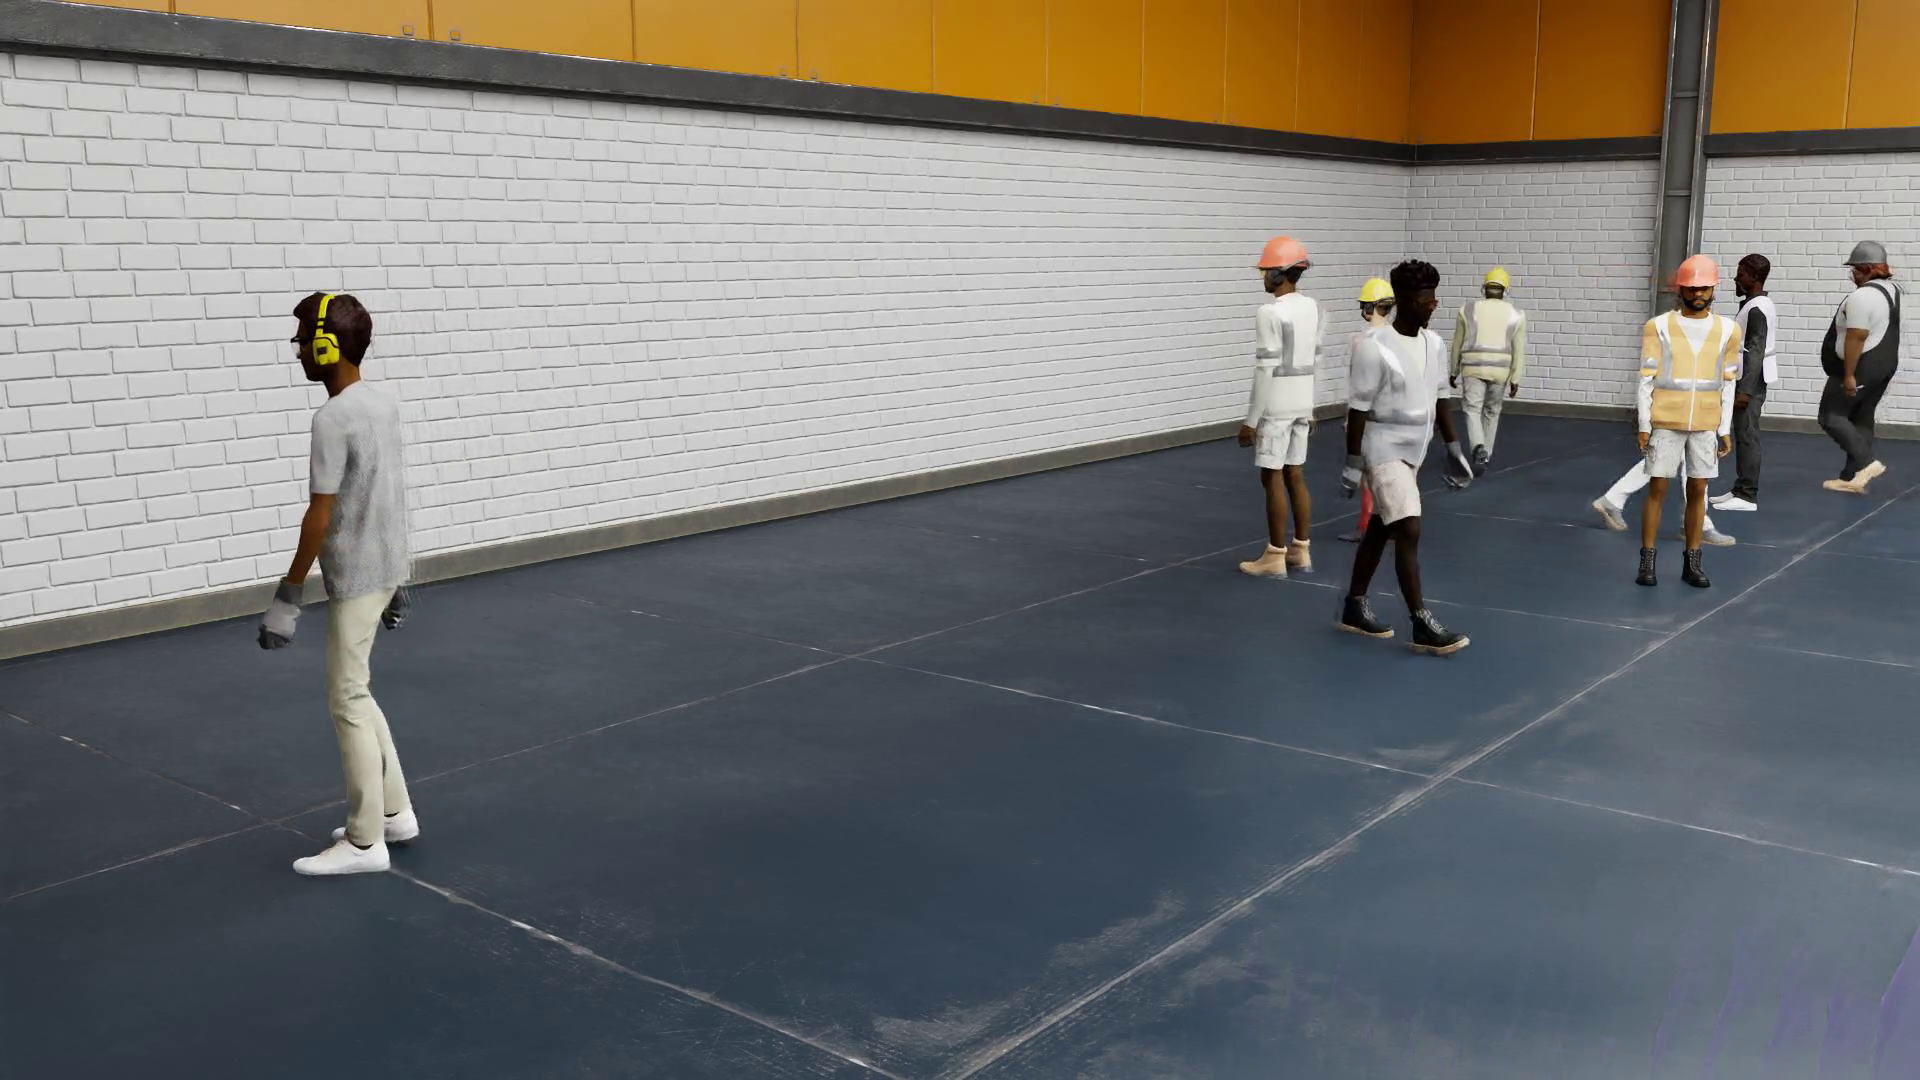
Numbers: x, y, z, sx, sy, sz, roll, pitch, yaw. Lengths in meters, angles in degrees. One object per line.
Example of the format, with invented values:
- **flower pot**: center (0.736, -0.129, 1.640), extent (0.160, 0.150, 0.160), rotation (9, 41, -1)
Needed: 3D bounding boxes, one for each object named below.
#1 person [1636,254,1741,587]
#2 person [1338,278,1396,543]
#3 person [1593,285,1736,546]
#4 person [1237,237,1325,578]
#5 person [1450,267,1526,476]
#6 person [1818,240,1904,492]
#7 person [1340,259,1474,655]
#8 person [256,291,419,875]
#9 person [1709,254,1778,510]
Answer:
- **person**: center (4.243, -0.686, 9.718), extent (0.543, 1.938, 0.356), rotation (2, 10, 11)
- **person**: center (2.766, -0.859, 11.149), extent (0.523, 1.769, 0.315), rotation (-8, 13, -38)
- **person**: center (4.803, -0.917, 11.274), extent (0.956, 1.846, 0.583), rotation (10, 14, 43)
- **person**: center (1.916, -0.782, 10.000), extent (0.385, 2.039, 0.643), rotation (9, 14, 41)
- **person**: center (4.554, -1.453, 14.360), extent (0.594, 1.800, 0.811), rotation (2, 10, 10)
- **person**: center (7.161, -1.376, 13.257), extent (0.688, 2.000, 0.553), rotation (-7, 12, -34)
- **person**: center (2.268, -0.406, 8.222), extent (0.609, 1.918, 0.931), rotation (-9, 14, -42)
- **person**: center (-1.953, 0.158, 5.260), extent (0.395, 1.863, 0.541), rotation (0, 10, -2)
- **person**: center (5.925, -1.178, 12.496), extent (0.391, 1.920, 0.593), rotation (4, 11, 21)
